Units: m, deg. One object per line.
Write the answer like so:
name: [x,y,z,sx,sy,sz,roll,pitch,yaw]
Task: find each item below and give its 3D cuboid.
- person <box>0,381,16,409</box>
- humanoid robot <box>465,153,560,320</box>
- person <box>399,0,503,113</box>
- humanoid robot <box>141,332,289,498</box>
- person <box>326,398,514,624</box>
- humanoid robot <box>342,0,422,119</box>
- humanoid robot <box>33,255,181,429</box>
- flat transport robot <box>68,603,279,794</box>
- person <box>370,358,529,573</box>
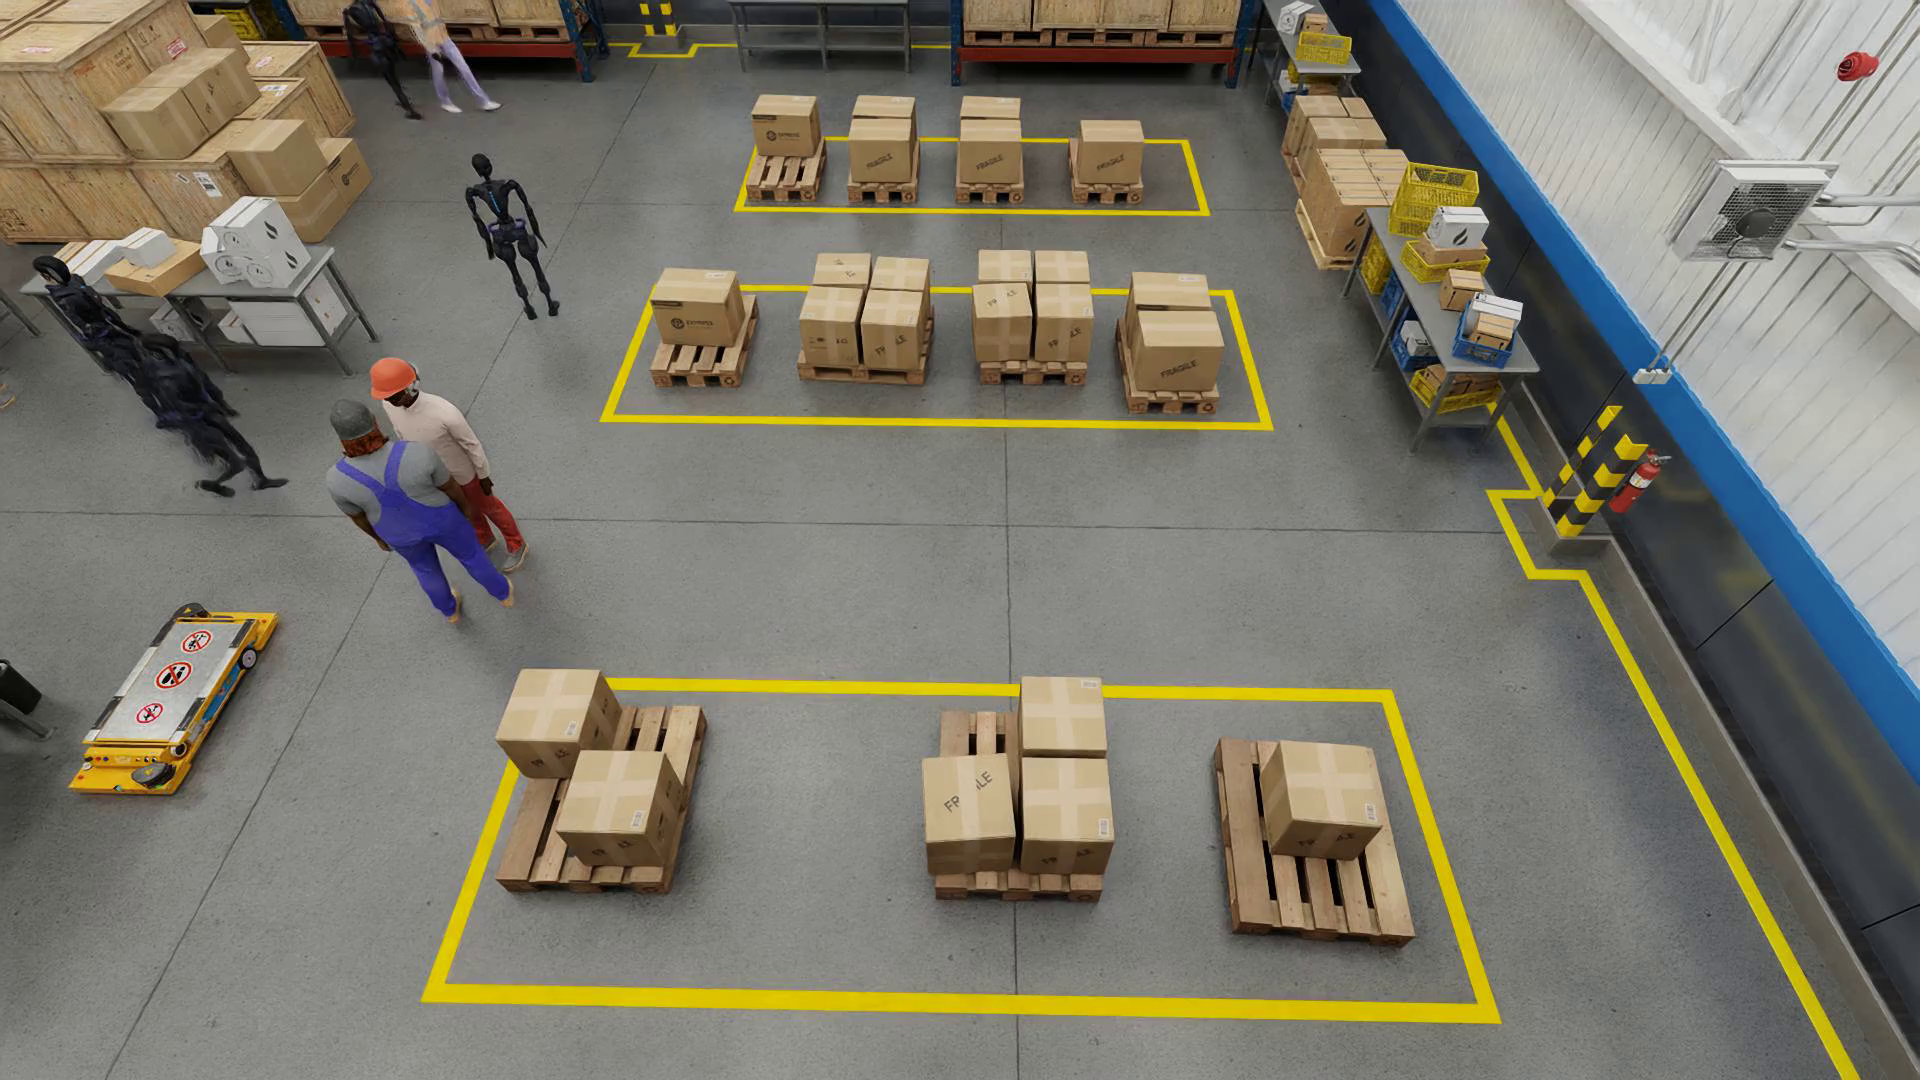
person: [-9.139,-1.921,7.935,0.354,1.883,0.572,-37,59,-27]
humanoid robot: [-4.371,-2.943,8.938,0.545,1.648,0.358,-13,51,-11]
person: [-6.614,-6.393,11.720,0.966,1.880,0.602,15,51,12]
humanoid robot: [-6.021,-0.933,7.246,0.518,1.630,0.591,-11,51,-9]
person: [-3.765,-0.188,6.367,0.682,2.000,0.536,-18,52,-15]
humanoid robot: [-7.501,-6.273,11.760,0.630,1.639,0.609,13,51,11]
humanoid robot: [-7.269,-1.702,7.876,0.315,1.656,0.609,-19,52,-15]
flat transport robot: [-5.504,1.072,6.442,0.652,0.197,1.431,1,50,1]
person: [-3.710,-0.517,6.674,0.621,1.992,0.382,12,51,10]
